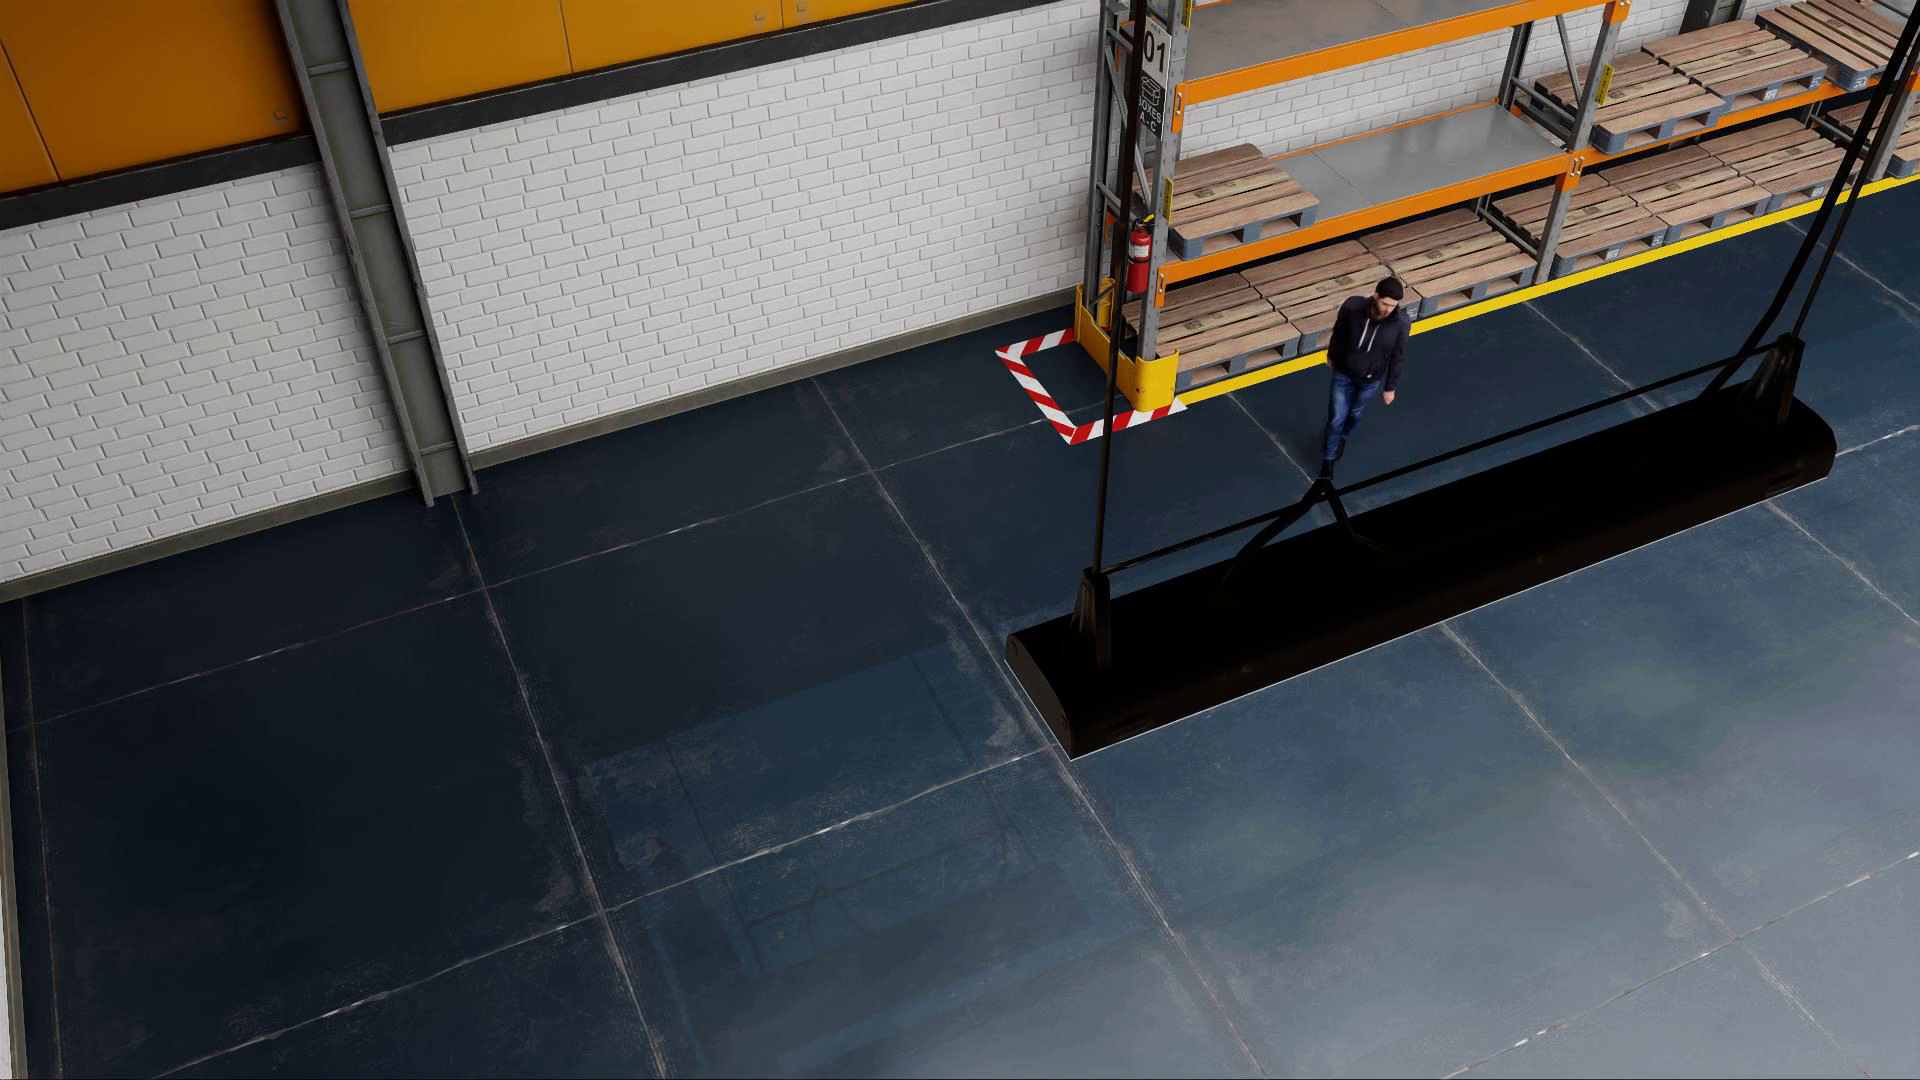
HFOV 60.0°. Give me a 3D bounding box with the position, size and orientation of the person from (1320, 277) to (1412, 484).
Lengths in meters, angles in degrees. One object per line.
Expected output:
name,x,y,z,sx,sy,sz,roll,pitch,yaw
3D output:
person,2.932,-1.286,12.264,0.970,1.829,1.024,18,46,18
